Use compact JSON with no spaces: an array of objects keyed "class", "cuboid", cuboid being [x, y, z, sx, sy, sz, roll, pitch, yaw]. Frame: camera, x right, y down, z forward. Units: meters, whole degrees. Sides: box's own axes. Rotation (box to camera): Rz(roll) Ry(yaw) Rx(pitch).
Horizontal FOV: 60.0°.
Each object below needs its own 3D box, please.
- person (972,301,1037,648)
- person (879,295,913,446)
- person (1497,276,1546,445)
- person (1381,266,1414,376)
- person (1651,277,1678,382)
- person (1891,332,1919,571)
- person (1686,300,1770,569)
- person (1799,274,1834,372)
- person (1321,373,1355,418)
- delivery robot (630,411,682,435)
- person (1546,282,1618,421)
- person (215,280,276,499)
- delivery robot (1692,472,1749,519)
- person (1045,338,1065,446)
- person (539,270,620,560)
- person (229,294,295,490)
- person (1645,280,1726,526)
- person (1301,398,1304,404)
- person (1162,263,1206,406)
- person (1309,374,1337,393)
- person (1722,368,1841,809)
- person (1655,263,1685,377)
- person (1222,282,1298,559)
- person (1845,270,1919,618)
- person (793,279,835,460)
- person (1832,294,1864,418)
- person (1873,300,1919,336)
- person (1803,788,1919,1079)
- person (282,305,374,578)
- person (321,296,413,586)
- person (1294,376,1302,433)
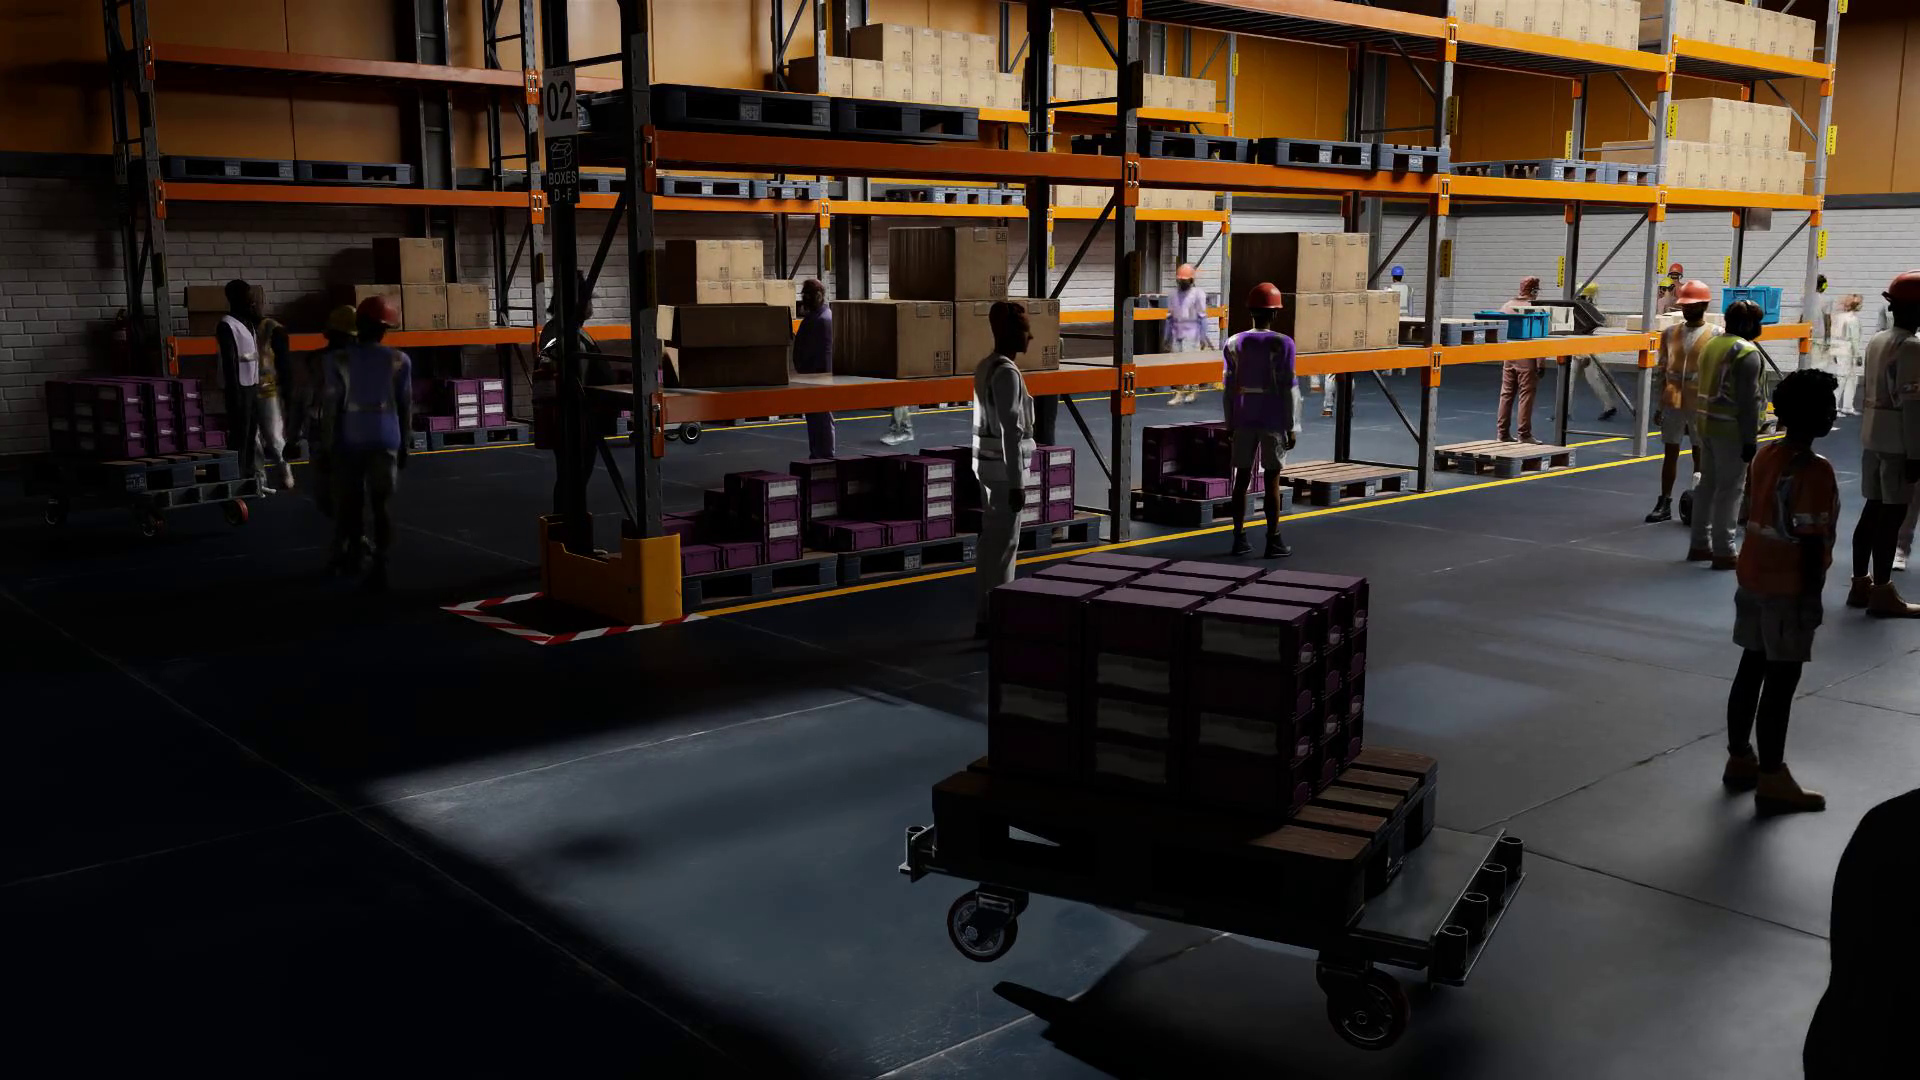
[{"class":"person","cuboid":[0.243,-0.353,9.061,0.342,1.882,0.587,-2,10,-12]},{"class":"person","cuboid":[-0.744,-1.914,18.801,0.527,1.683,0.888,7,12,34]},{"class":"person","cuboid":[6.372,-2.019,18.785,0.404,1.900,0.642,-6,11,-32]},{"class":"person","cuboid":[7.766,-3.893,29.602,0.604,1.949,0.389,-2,10,-10]},{"class":"person","cuboid":[11.928,-3.558,28.177,0.525,1.769,0.315,-7,12,-37]},{"class":"person","cuboid":[6.583,-0.719,11.149,0.651,1.904,0.403,4,10,20]},{"class":"person","cuboid":[5.272,-0.718,11.375,0.430,1.835,0.621,-1,10,-3]},{"class":"person","cuboid":[12.711,-3.006,24.659,0.551,1.855,0.525,-7,12,-37]},{"class":"person","cuboid":[4.984,-2.566,21.860,0.629,1.940,0.373,1,10,3]},{"class":"delivery robot","cuboid":[-3.363,-1.396,18.782,0.707,0.478,0.477,-8,13,-39]},{"class":"person","cuboid":[8.065,-2.405,21.351,0.891,1.803,0.587,-2,10,-11]},{"class":"person","cuboid":[-6.322,-1.322,14.636,0.386,1.918,0.596,-1,10,-5]},{"class":"delivery robot","cuboid":[5.982,-0.391,12.901,0.477,0.478,0.707,0,10,0]},{"class":"person","cuboid":[0.835,-1.513,16.584,0.507,1.633,0.276,7,12,34]},{"class":"person","cuboid":[-2.577,-0.818,11.330,0.538,2.000,0.690,-1,10,-7]},{"class":"person","cuboid":[-6.270,-1.315,14.916,0.662,1.814,0.536,2,10,13]},{"class":"person","cuboid":[5.755,-1.076,13.137,0.547,1.938,0.377,9,13,43]},{"class":"person","cuboid":[4.467,-2.686,23.377,0.835,1.658,0.542,-5,11,-27]},{"class":"person","cuboid":[3.162,-2.895,23.528,0.657,2.021,0.433,8,13,40]},{"class":"person","cuboid":[5.749,-3.239,25.895,0.901,1.900,0.635,-6,11,-30]},{"class":"person","cuboid":[3.214,0.181,6.486,0.321,1.696,0.537,0,10,2]},{"class":"person","cuboid":[12.345,-3.782,28.816,0.613,1.994,0.381,4,10,22]},{"class":"person","cuboid":[2.118,-0.834,11.721,0.542,1.939,0.361,6,11,31]},{"class":"person","cuboid":[5.556,-0.567,9.852,0.374,2.043,0.611,1,10,6]},{"class":"person","cuboid":[-1.397,-1.533,15.907,0.408,1.909,0.642,-4,11,-24]},{"class":"person","cuboid":[11.741,-2.411,21.865,0.607,1.616,0.551,2,10,11]},{"class":"person","cuboid":[11.247,-2.209,19.836,0.593,1.918,0.663,-8,13,-41]},{"class":"person","cuboid":[1.058,0.887,1.508,0.608,1.986,0.391,5,11,28]},{"class":"person","cuboid":[-4.158,-0.662,11.095,0.666,1.801,0.540,3,10,15]},{"class":"person","cuboid":[-3.862,-0.647,10.862,0.575,1.881,0.981,-4,10,-21]},{"class":"person","cuboid":[3.911,-2.192,19.951,0.524,1.843,0.540,1,10,8]}]
